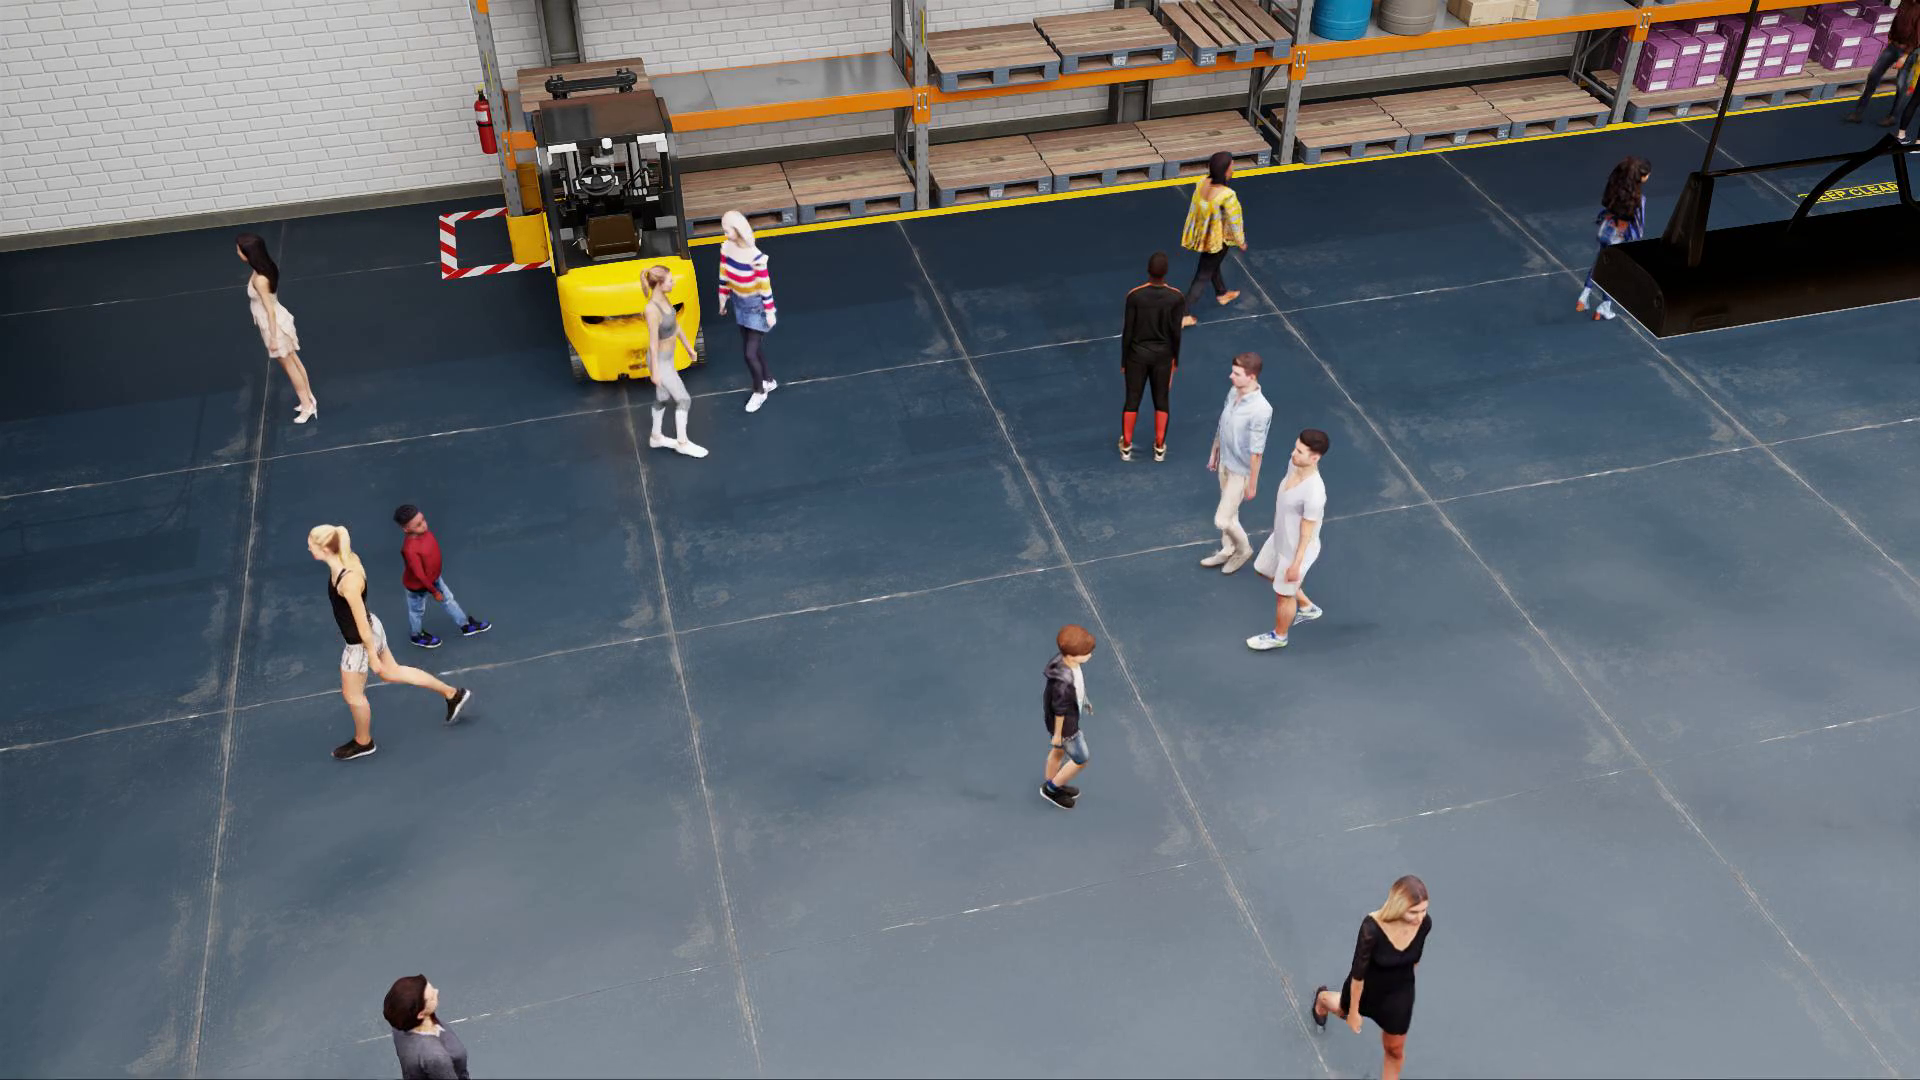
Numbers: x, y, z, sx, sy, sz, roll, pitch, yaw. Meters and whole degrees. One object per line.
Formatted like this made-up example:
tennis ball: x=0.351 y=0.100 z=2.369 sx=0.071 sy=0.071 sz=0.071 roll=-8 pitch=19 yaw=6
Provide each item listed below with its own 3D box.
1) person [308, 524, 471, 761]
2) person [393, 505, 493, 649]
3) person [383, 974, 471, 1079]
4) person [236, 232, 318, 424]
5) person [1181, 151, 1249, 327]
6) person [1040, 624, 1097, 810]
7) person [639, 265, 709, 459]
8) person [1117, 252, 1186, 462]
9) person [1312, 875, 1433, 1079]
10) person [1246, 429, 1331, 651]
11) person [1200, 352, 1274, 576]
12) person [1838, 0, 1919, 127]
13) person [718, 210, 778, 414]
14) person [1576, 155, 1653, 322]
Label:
person: x=-3.687 y=0.603 z=10.551 sx=1.170 sy=1.814 sz=0.655 roll=-12 pitch=40 yaw=-15
person: x=-3.764 y=0.262 z=11.440 sx=0.844 sy=1.237 sz=0.658 roll=2 pitch=39 yaw=2
person: x=-2.537 y=2.741 z=7.948 sx=1.225 sy=1.721 sz=0.932 roll=-26 pitch=46 yaw=-29
person: x=-5.539 y=-1.717 z=13.519 sx=0.530 sy=1.735 sz=0.588 roll=-8 pitch=39 yaw=-9
person: x=2.159 y=-2.618 z=14.746 sx=1.101 sy=1.612 sz=0.854 roll=-18 pitch=42 yaw=-21
person: x=0.587 y=1.081 z=10.255 sx=0.627 sy=1.437 sz=0.602 roll=3 pitch=39 yaw=4
person: x=-2.435 y=-1.417 z=13.183 sx=0.797 sy=1.685 sz=0.676 roll=0 pitch=39 yaw=0
person: x=1.502 y=-1.437 z=13.113 sx=0.596 sy=1.804 sz=0.743 roll=2 pitch=39 yaw=2
person: x=2.118 y=2.268 z=8.605 sx=1.007 sy=1.640 sz=0.659 roll=-7 pitch=39 yaw=-8
person: x=2.348 y=0.004 z=11.273 sx=0.822 sy=1.848 sz=0.767 roll=-3 pitch=39 yaw=-4
person: x=2.077 y=-0.549 z=11.971 sx=0.604 sy=1.841 sz=0.663 roll=-11 pitch=40 yaw=-14
person: x=10.264 y=-5.284 z=17.983 sx=0.922 sy=1.738 sz=0.699 roll=-12 pitch=40 yaw=-14
person: x=-1.670 y=-1.939 z=13.761 sx=0.862 sy=1.779 sz=0.909 roll=26 pitch=46 yaw=29
person: x=5.803 y=-2.675 z=14.811 sx=0.645 sy=1.619 sz=0.682 roll=-16 pitch=41 yaw=-19
